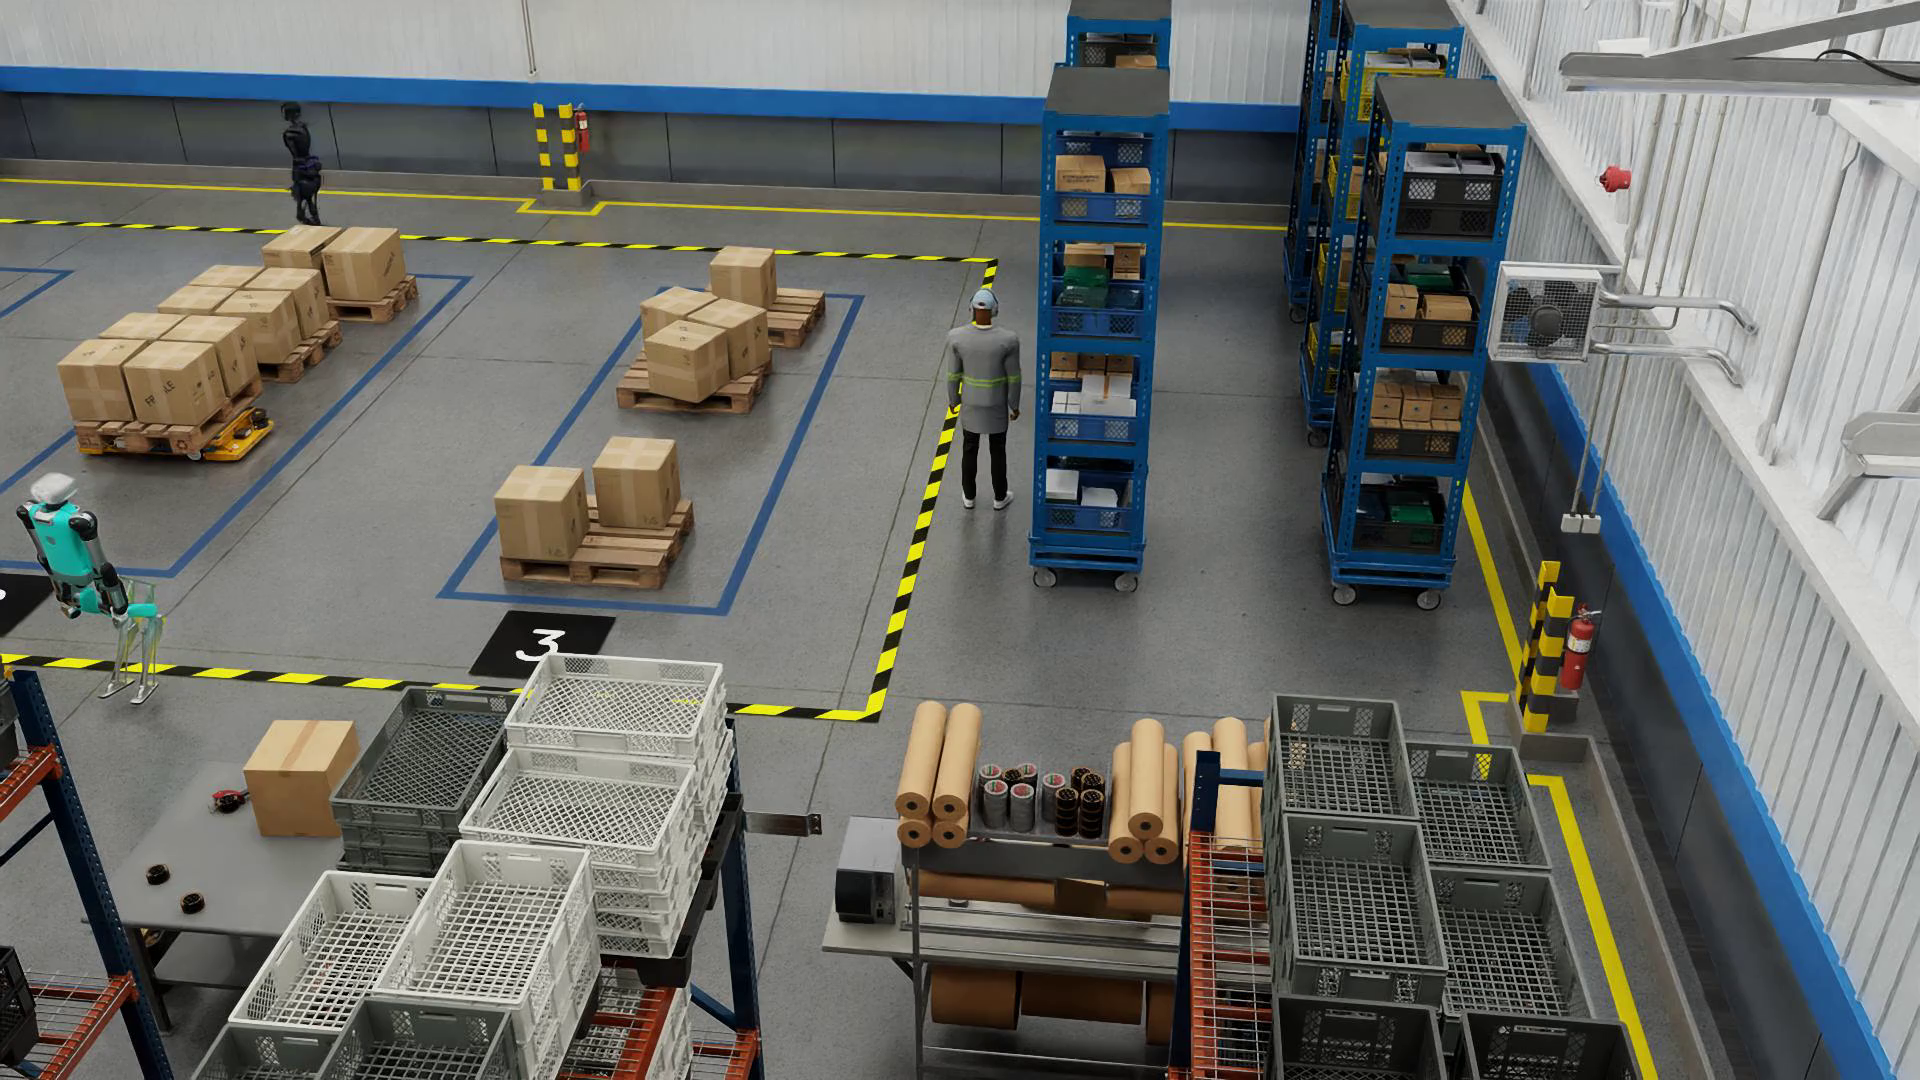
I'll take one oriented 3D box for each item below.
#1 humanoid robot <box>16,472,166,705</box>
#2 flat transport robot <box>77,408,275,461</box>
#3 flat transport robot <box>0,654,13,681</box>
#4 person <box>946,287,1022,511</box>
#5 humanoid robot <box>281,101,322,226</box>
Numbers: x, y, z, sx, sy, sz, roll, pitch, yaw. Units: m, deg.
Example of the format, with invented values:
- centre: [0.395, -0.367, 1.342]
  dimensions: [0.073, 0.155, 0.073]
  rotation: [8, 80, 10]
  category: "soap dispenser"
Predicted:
- centre: [-5.439, 0.255, 10.648]
  dimensions: [0.533, 1.672, 0.735]
  rotation: [9, 31, 16]
  category: "humanoid robot"
- centre: [-6.728, -0.944, 14.268]
  dimensions: [1.431, 0.197, 0.652]
  rotation: [3, 30, 6]
  category: "flat transport robot"
- centre: [-7.142, 0.969, 11.010]
  dimensions: [1.431, 0.231, 0.659]
  rotation: [3, 30, 6]
  category: "flat transport robot"
- centre: [0.194, -1.098, 12.988]
  dimensions: [0.587, 1.850, 0.393]
  rotation: [5, 31, 8]
  category: "person"
- centre: [-7.101, -3.955, 18.061]
  dimensions: [0.369, 1.644, 0.601]
  rotation: [-2, 30, -3]
  category: "humanoid robot"
